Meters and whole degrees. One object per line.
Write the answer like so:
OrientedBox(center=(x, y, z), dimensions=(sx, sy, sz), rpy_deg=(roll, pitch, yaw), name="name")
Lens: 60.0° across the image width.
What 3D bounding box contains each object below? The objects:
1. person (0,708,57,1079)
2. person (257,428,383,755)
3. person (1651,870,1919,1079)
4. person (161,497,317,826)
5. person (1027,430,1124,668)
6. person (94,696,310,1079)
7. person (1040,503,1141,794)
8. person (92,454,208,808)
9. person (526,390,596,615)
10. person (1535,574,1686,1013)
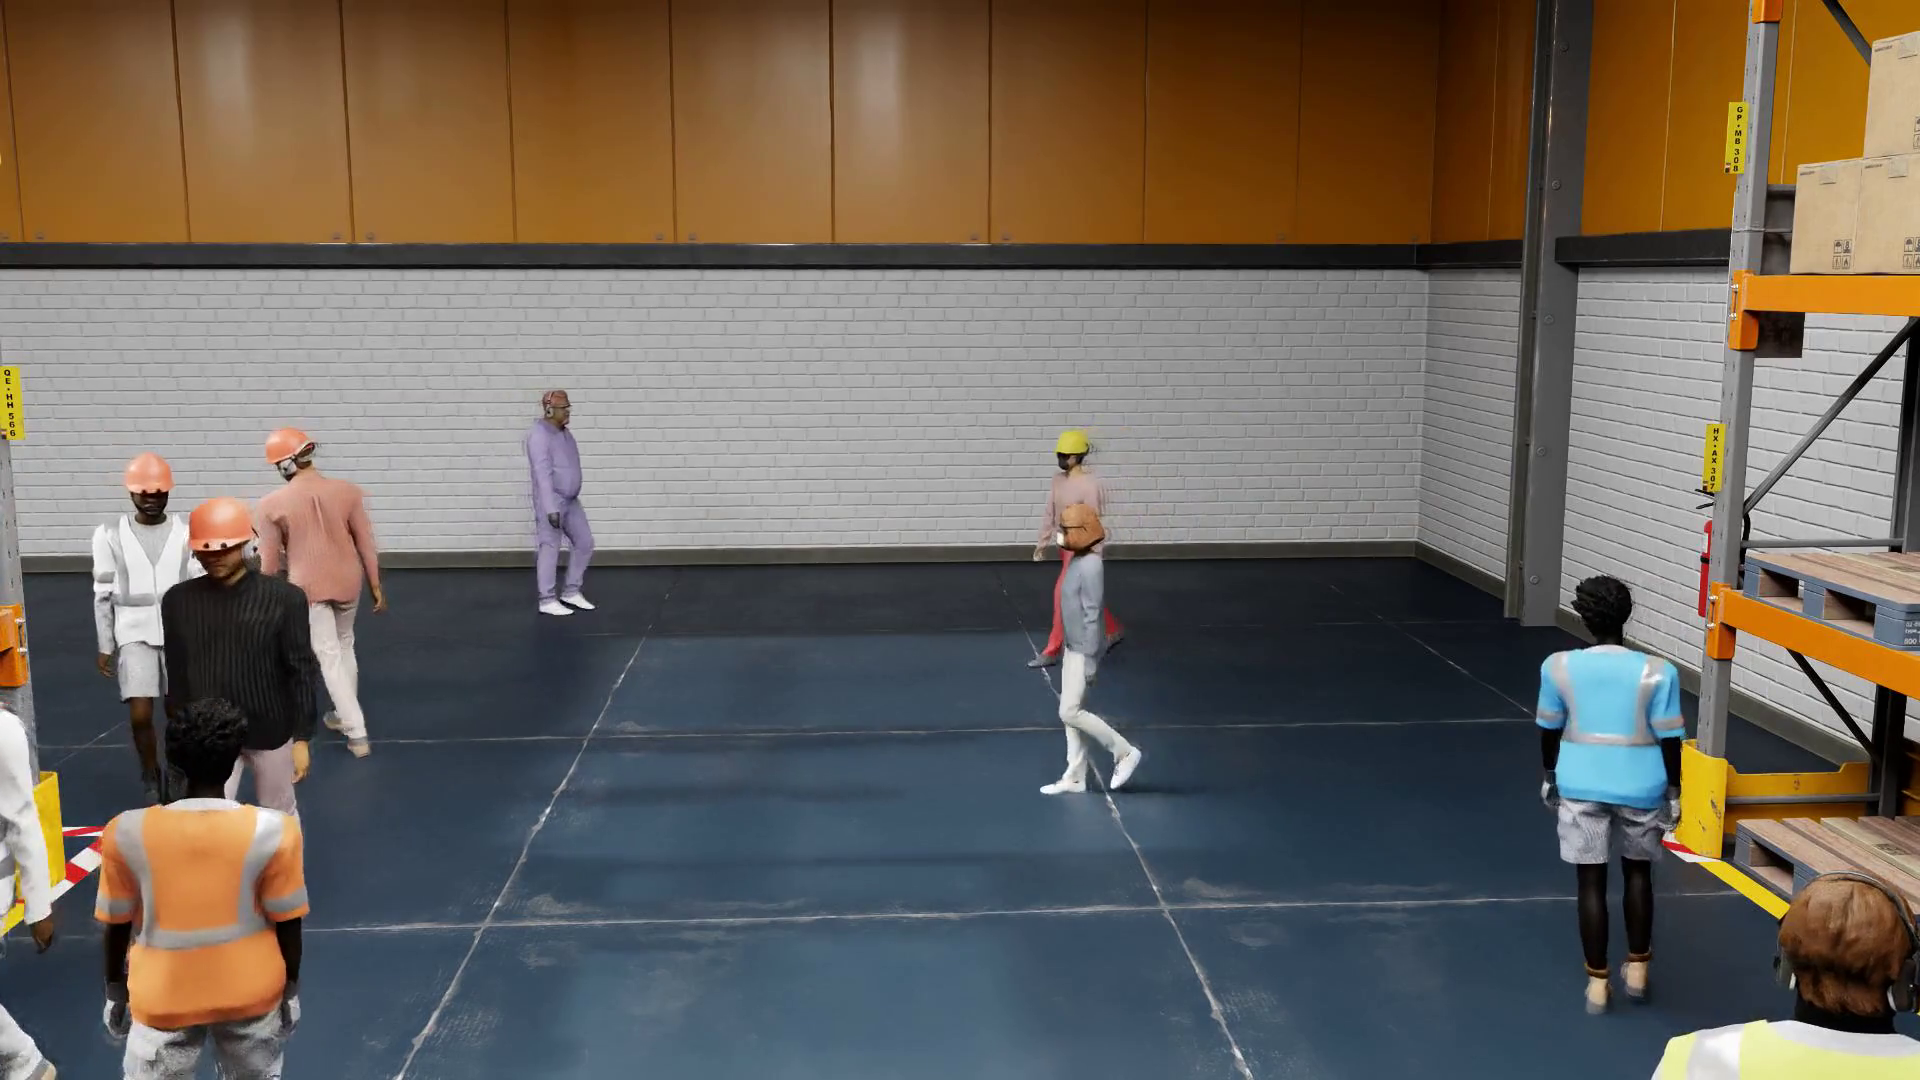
OrientedBox(center=(-3.139, 1.110, 5.170), dimensions=(0.589, 1.837, 0.993), rpy_deg=(1, 9, 4), name="person")
OrientedBox(center=(-3.835, 0.297, 9.930), dimensions=(0.666, 1.935, 0.896), rpy_deg=(-8, 12, -41), name="person")
OrientedBox(center=(1.492, 1.467, 2.892), dimensions=(0.620, 1.838, 0.430), rpy_deg=(4, 10, 23), name="person")
OrientedBox(center=(-2.933, 0.795, 6.757), dimensions=(0.627, 1.938, 1.008), rpy_deg=(-1, 9, -6), name="person")
OrientedBox(center=(0.878, 0.042, 12.183), dimensions=(0.888, 1.725, 0.525), rpy_deg=(-5, 10, -27), name="person")
OrientedBox(center=(-2.062, 1.282, 4.546), dimensions=(0.560, 1.674, 0.638), rpy_deg=(-3, 10, -18), name="person")
OrientedBox(center=(0.698, 0.604, 8.992), dimensions=(0.449, 1.620, 0.517), rpy_deg=(-1, 9, -6), name="person")
OrientedBox(center=(-4.137, 0.514, 8.599), dimensions=(0.578, 1.920, 0.530), rpy_deg=(-5, 11, -31), name="person")
OrientedBox(center=(-3.286, -0.298, 13.795), dimensions=(0.566, 1.888, 0.665), rpy_deg=(3, 9, 15), name="person")
OrientedBox(center=(2.503, 0.975, 6.465), dimensions=(0.553, 1.667, 0.450), rpy_deg=(4, 10, 24), name="person")
